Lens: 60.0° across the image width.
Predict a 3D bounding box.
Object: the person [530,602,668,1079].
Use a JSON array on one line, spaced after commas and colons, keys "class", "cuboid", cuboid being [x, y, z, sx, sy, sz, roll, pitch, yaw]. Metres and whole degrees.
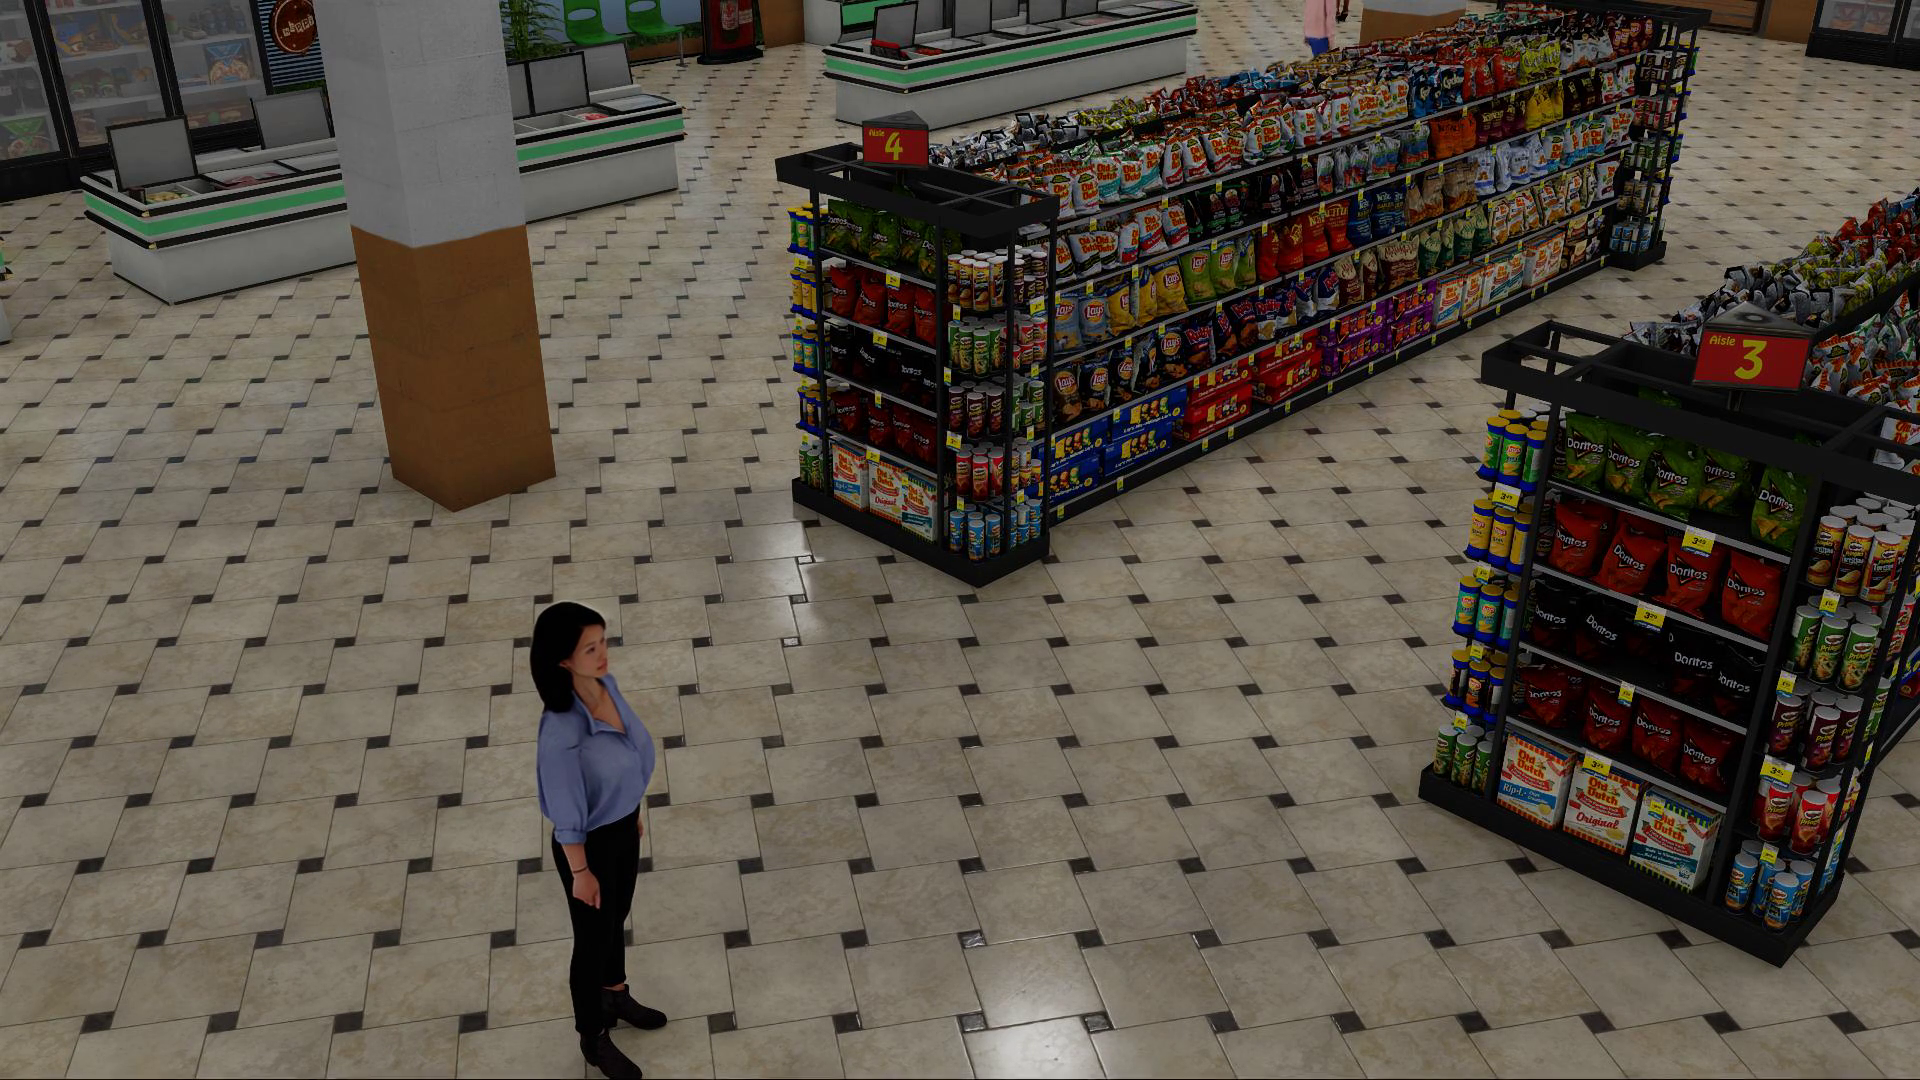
[{"class": "person", "cuboid": [-1.178, 0.976, 5.392, 0.791, 1.744, 0.688, 5, 27, 9]}]
